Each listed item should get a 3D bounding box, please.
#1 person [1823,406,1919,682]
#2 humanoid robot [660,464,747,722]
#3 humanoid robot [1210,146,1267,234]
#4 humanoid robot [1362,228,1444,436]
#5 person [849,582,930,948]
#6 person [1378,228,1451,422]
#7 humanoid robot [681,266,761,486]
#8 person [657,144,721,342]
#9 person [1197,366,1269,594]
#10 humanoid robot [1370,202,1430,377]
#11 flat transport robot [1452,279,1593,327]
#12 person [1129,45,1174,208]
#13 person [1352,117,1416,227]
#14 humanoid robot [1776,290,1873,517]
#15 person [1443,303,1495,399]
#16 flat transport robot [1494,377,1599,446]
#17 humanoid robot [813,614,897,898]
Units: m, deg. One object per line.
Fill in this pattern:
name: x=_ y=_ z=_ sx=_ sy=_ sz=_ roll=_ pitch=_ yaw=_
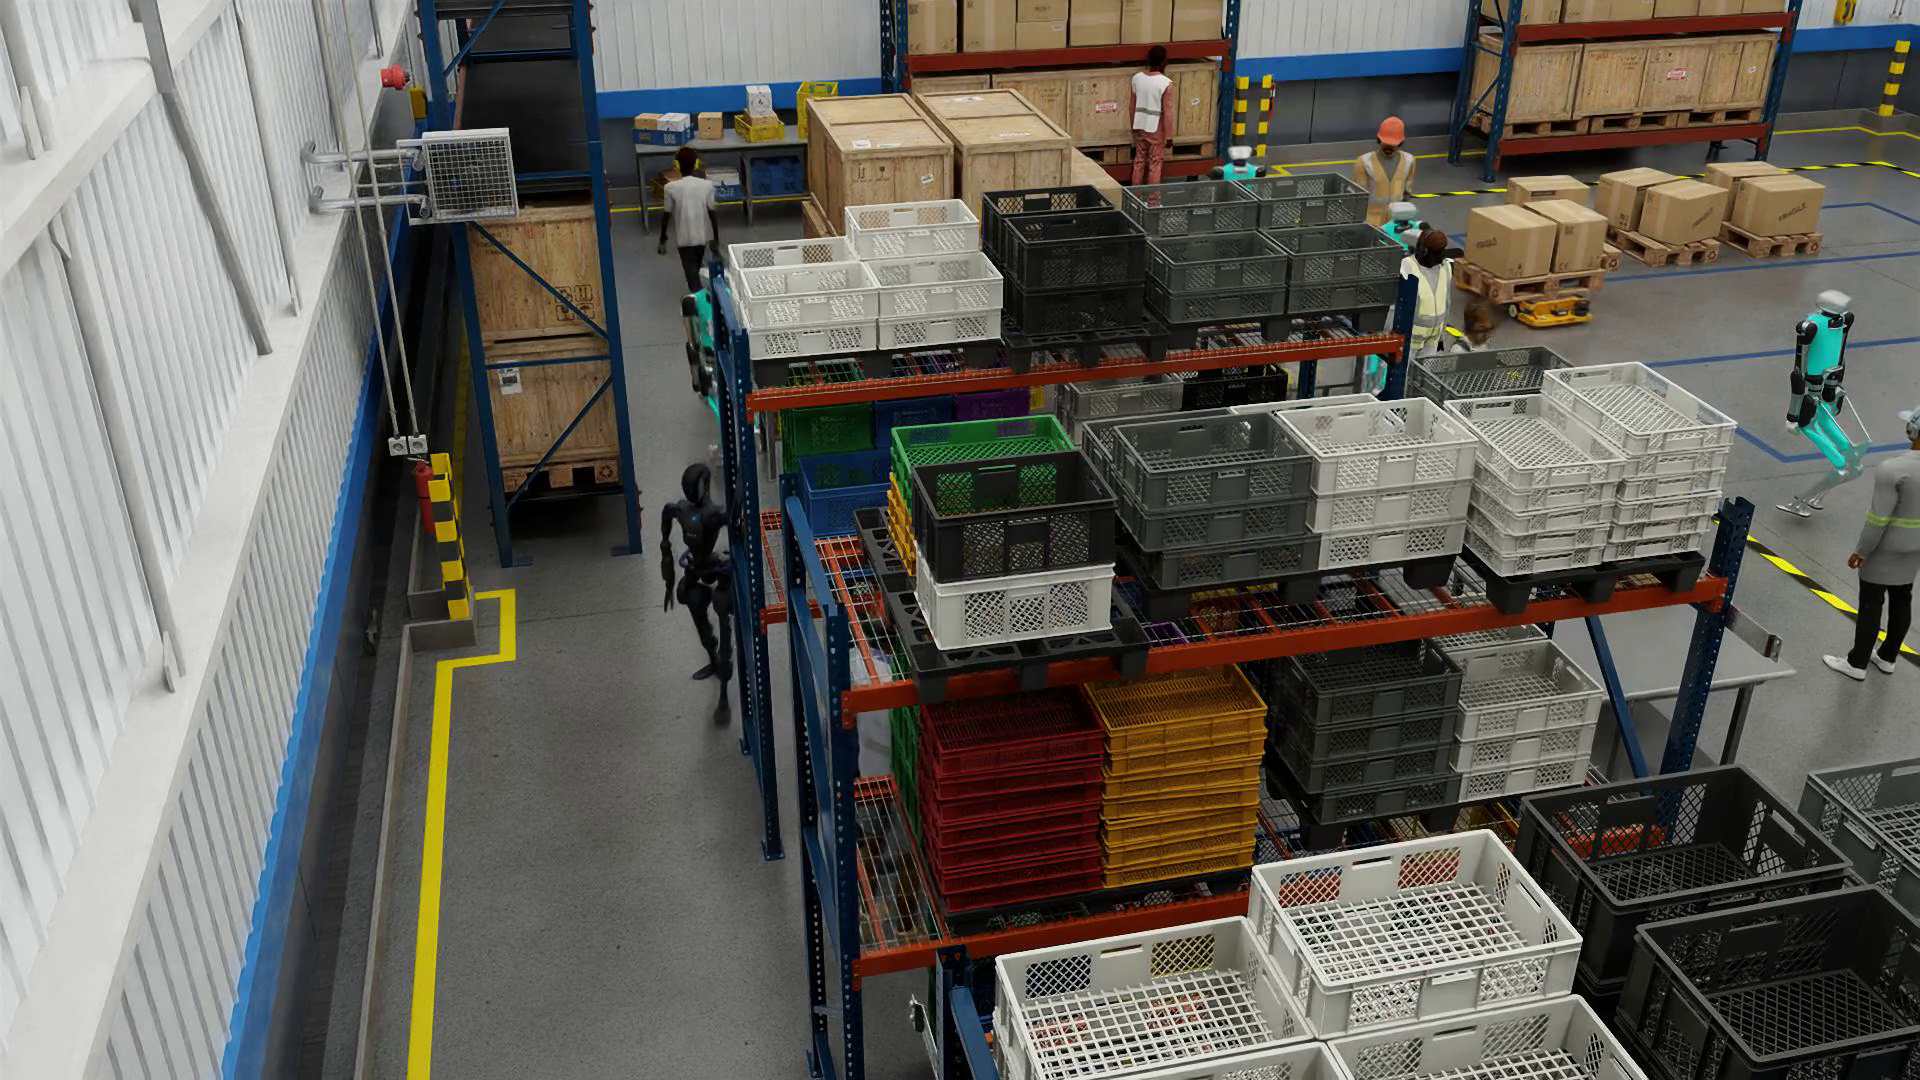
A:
person: x=5.792 y=0.008 z=10.334 sx=0.592 sy=1.851 sz=0.399 roll=-7 pitch=29 yaw=-13
humanoid robot: x=-1.518 y=0.272 z=10.047 sx=0.601 sy=1.625 sz=0.744 roll=7 pitch=29 yaw=12
humanoid robot: x=2.644 y=-3.056 z=16.324 sx=0.532 sy=1.788 sz=1.014 roll=0 pitch=28 yaw=-1
humanoid robot: x=3.471 y=-1.577 z=13.484 sx=0.555 sy=1.757 sz=0.868 roll=18 pitch=33 yaw=30
person: x=-0.285 y=1.122 z=8.039 sx=0.614 sy=2.031 sz=0.441 roll=21 pitch=34 yaw=34
person: x=3.689 y=-1.633 z=13.471 sx=0.629 sy=1.835 sz=0.429 roll=-13 pitch=31 yaw=-24
humanoid robot: x=-1.754 y=-1.159 z=12.698 sx=0.535 sy=1.746 sz=1.011 roll=-11 pitch=30 yaw=-19
person: x=-2.523 y=-2.792 z=15.691 sx=0.517 sy=1.813 sz=0.961 roll=-18 pitch=33 yaw=-31
person: x=1.989 y=-0.371 z=11.171 sx=0.784 sy=1.740 sz=0.524 roll=10 pitch=29 yaw=18
humanoid robot: x=3.820 y=-1.963 z=14.239 sx=0.579 sy=1.743 sz=1.055 roll=-6 pitch=28 yaw=-11
flat transport robot: x=5.650 y=-2.493 z=16.747 sx=0.652 sy=0.197 sz=1.431 roll=-9 pitch=29 yaw=-17
person: x=2.210 y=-4.746 z=19.283 sx=0.376 sy=1.917 sz=0.591 roll=-25 pitch=36 yaw=-38
person: x=4.021 y=-3.030 z=15.903 sx=0.612 sy=2.033 sz=0.394 roll=-5 pitch=28 yaw=-9
humanoid robot: x=6.380 y=-0.936 z=12.107 sx=0.533 sy=1.674 sz=0.735 roll=-15 pitch=31 yaw=-26
person: x=3.621 y=-0.871 z=12.040 sx=0.328 sy=1.824 sz=0.597 roll=18 pitch=33 yaw=31
flat transport robot: x=4.780 y=-1.036 z=14.013 sx=0.659 sy=0.231 sz=1.431 roll=-6 pitch=28 yaw=-12
humanoid robot: x=-0.512 y=1.114 z=8.456 sx=0.581 sy=1.650 sz=0.591 roll=-6 pitch=28 yaw=-11
